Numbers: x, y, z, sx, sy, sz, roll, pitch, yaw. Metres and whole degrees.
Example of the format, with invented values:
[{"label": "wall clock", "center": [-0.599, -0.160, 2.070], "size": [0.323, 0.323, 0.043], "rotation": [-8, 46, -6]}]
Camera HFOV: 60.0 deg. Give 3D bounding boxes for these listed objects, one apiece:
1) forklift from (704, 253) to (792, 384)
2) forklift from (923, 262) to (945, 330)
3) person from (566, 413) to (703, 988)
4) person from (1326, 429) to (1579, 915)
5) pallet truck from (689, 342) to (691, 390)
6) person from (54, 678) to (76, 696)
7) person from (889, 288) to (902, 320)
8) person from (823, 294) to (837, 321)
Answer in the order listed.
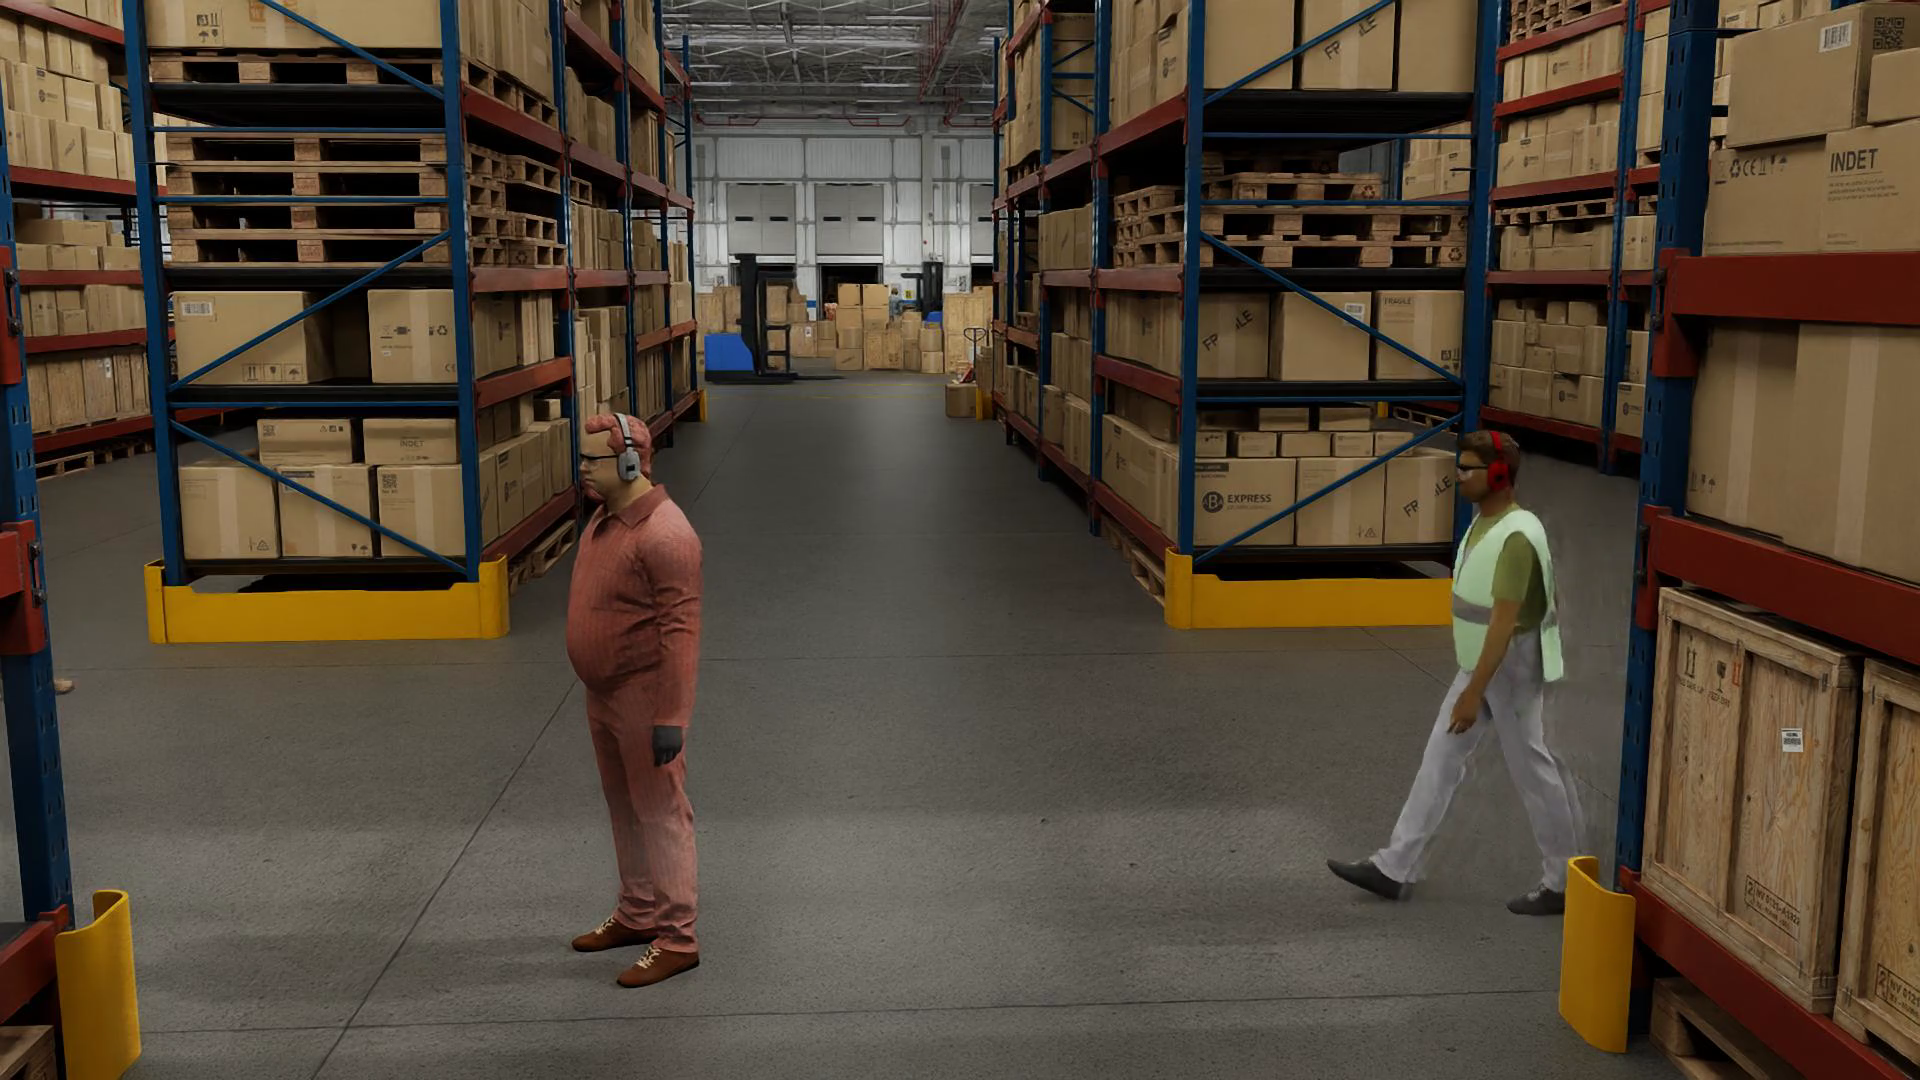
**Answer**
[{"label": "forklift", "center": [-4.603, -4.820, 36.095], "size": [1.873, 2.768, 1.129], "rotation": [-1, 9, -4]}, {"label": "forklift", "center": [-0.903, -8.307, 57.993], "size": [1.873, 2.768, 1.129], "rotation": [5, 11, 31]}, {"label": "person", "center": [-1.112, 0.527, 5.572], "size": [0.401, 1.906, 0.651], "rotation": [-6, 11, -34]}, {"label": "person", "center": [1.887, 0.499, 6.074], "size": [0.957, 1.793, 0.595], "rotation": [0, 9, 0]}, {"label": "pallet truck", "center": [-5.225, -3.008, 27.480], "size": [1.885, 1.965, 0.823], "rotation": [2, 9, 14]}, {"label": "person", "center": [-5.464, 0.099, 9.103], "size": [0.894, 1.638, 0.523], "rotation": [-7, 12, -39]}, {"label": "person", "center": [-2.297, -7.823, 57.948], "size": [0.635, 1.928, 0.381], "rotation": [3, 10, 20]}, {"label": "person", "center": [-4.504, -7.714, 57.973], "size": [0.540, 1.696, 0.316], "rotation": [-4, 10, -24]}]
